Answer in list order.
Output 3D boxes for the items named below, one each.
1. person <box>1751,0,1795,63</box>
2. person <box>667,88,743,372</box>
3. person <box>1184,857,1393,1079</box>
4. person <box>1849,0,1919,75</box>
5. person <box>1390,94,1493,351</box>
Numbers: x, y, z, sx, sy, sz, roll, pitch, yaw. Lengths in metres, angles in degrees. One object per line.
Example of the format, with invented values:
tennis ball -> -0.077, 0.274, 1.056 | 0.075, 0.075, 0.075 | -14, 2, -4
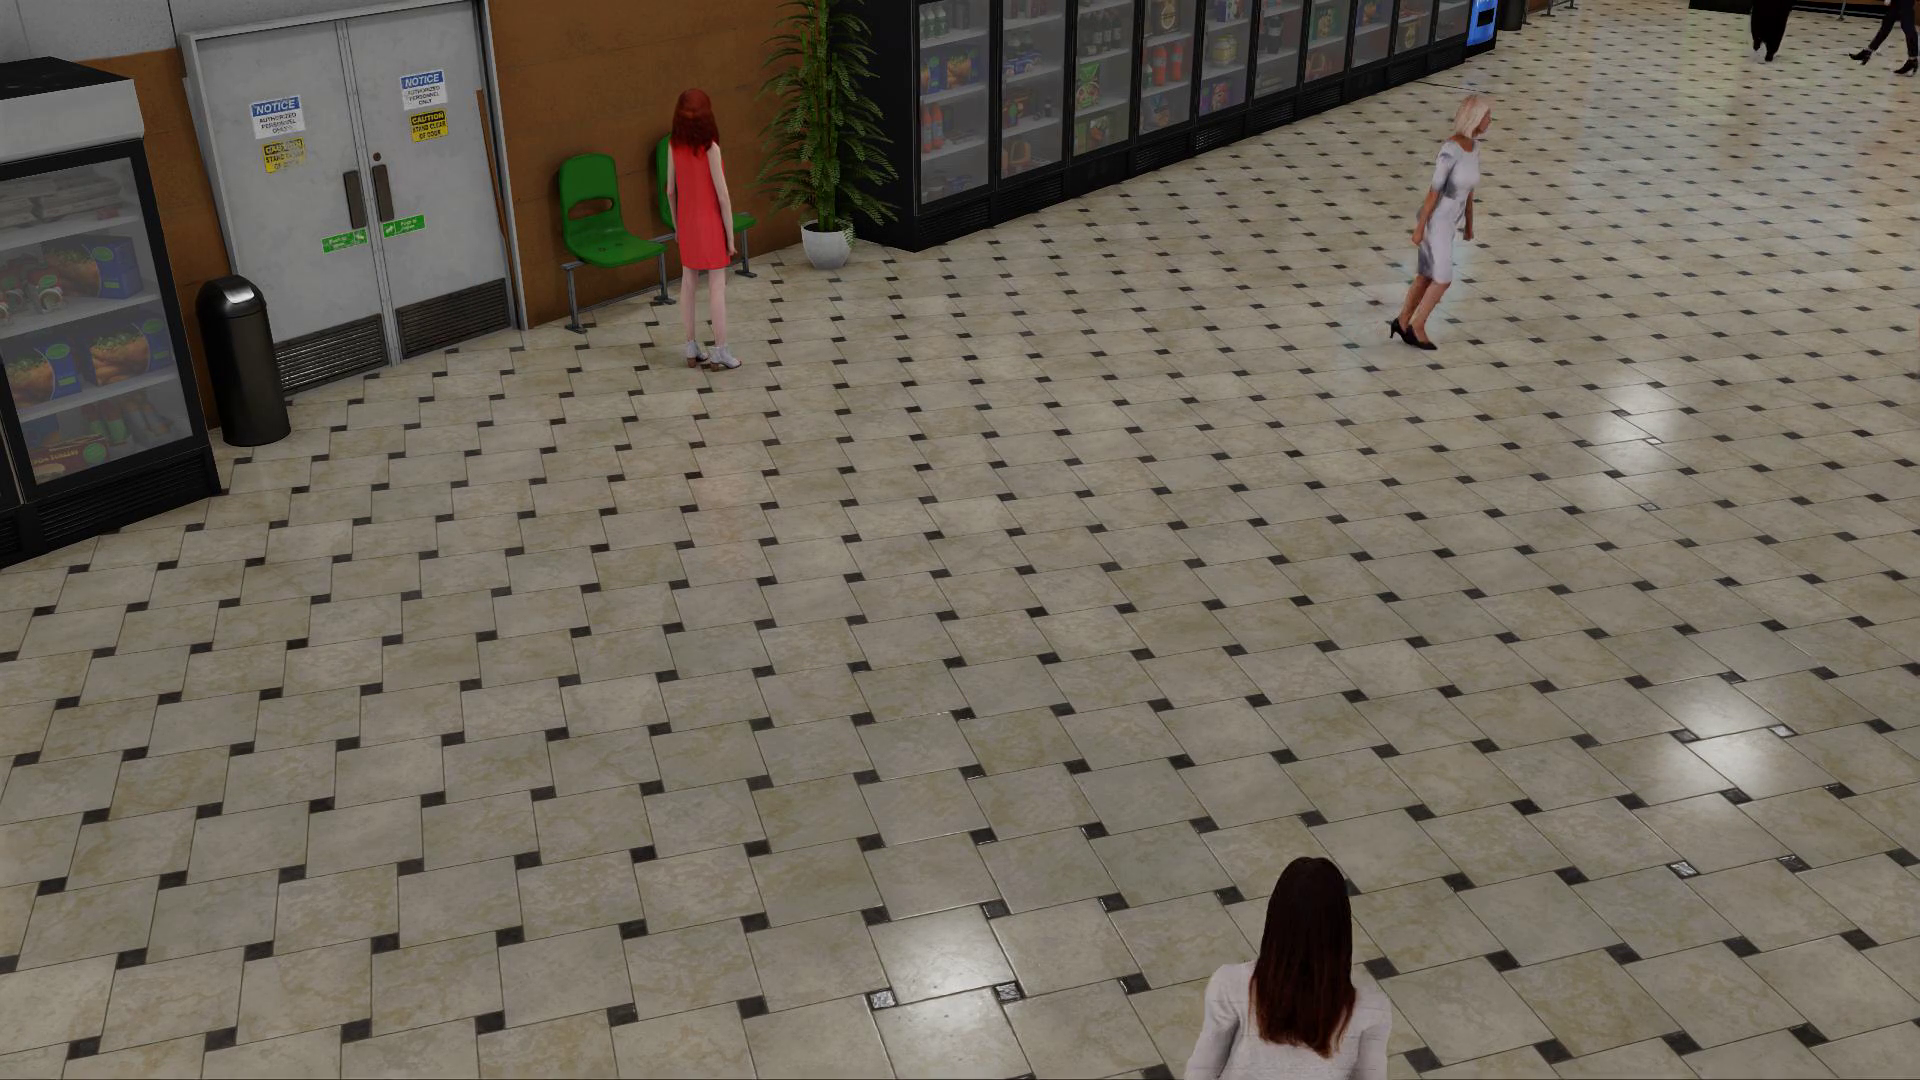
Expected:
person -> 9.914, -6.710, 20.173 | 0.793, 1.737, 0.856 | 10, 29, 19
person -> -1.679, -1.994, 10.776 | 0.510, 1.826, 0.699 | 14, 30, 26
person -> 0.779, 1.529, 4.001 | 0.956, 1.670, 0.957 | 3, 27, 7
person -> 11.144, -6.321, 19.439 | 1.070, 1.707, 0.742 | 22, 34, 37
person -> 3.138, -2.097, 11.107 | 0.693, 1.709, 0.595 | 24, 35, 39
